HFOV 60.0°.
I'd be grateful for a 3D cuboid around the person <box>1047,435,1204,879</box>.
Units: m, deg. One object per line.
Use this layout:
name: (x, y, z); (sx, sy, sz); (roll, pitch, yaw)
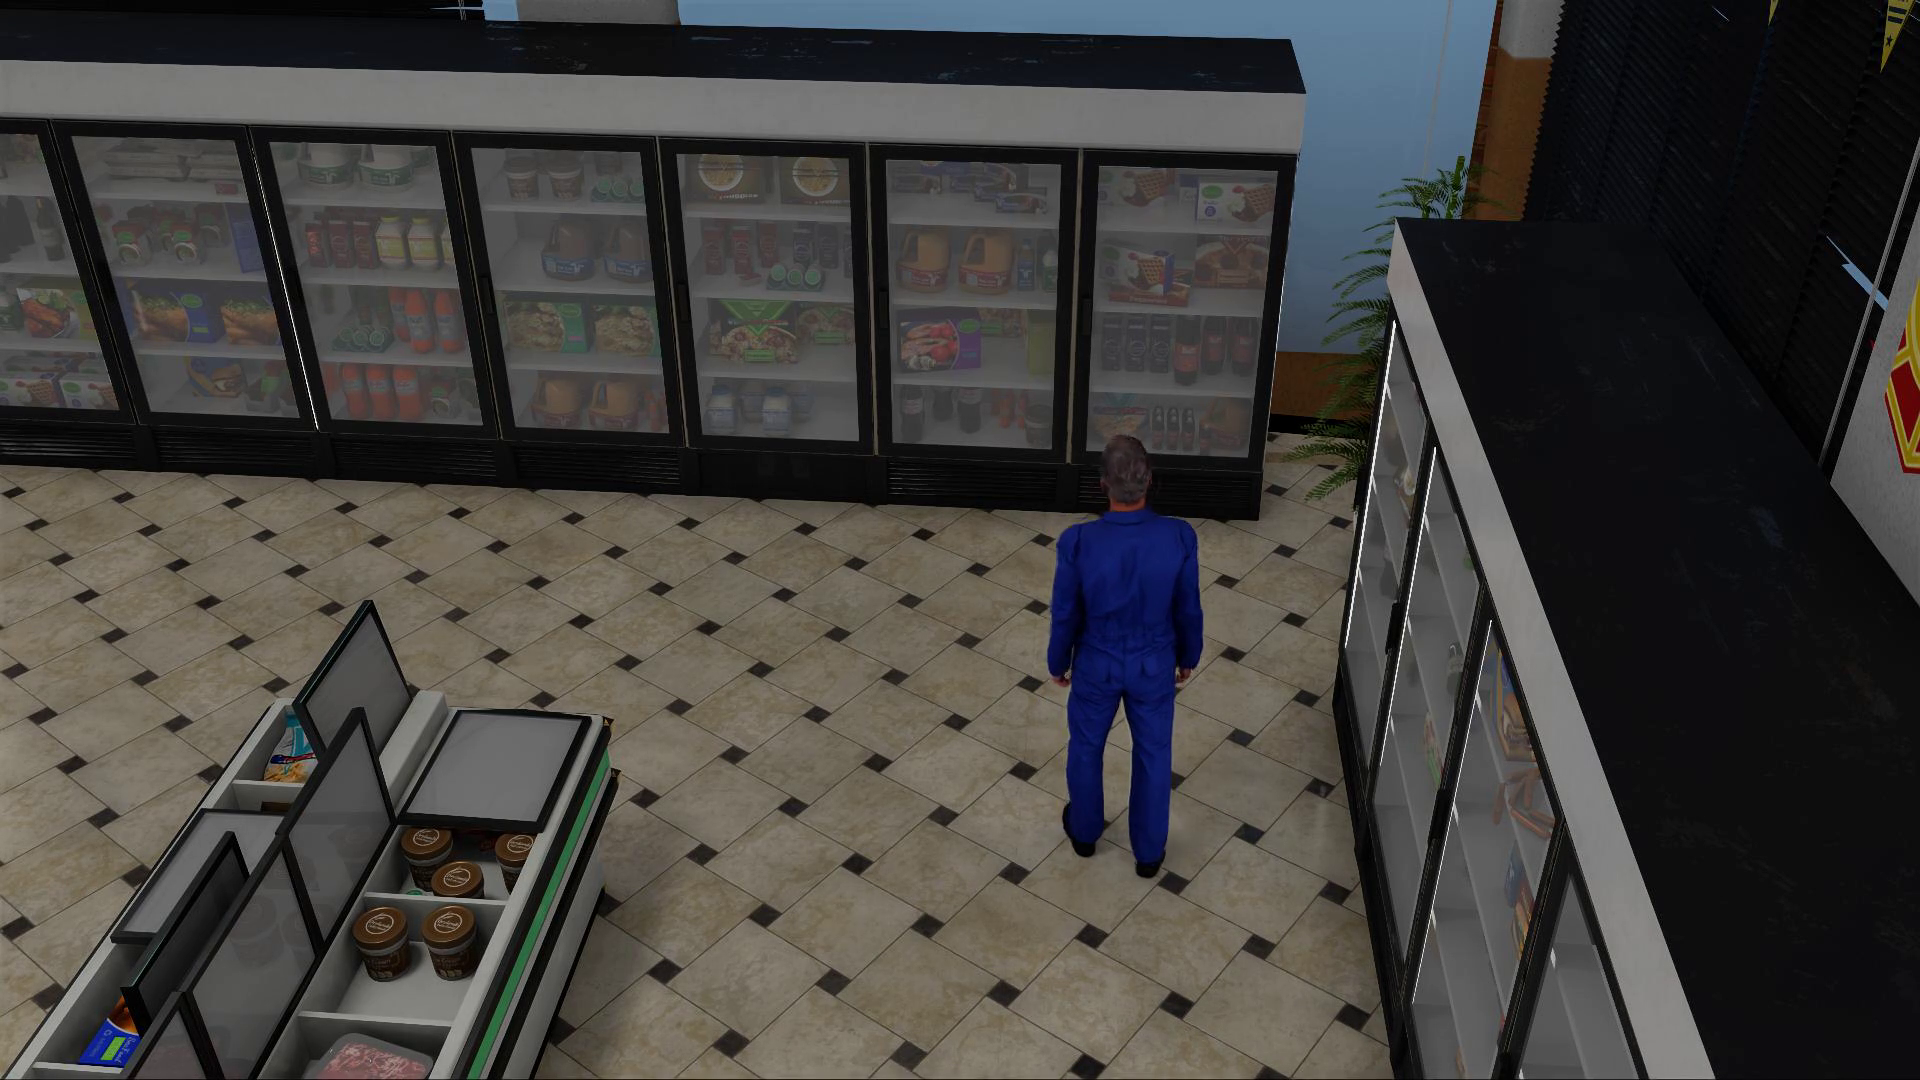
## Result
person: (0.610, 0.448, 6.210); (0.740, 1.842, 0.659); (4, 32, 6)
